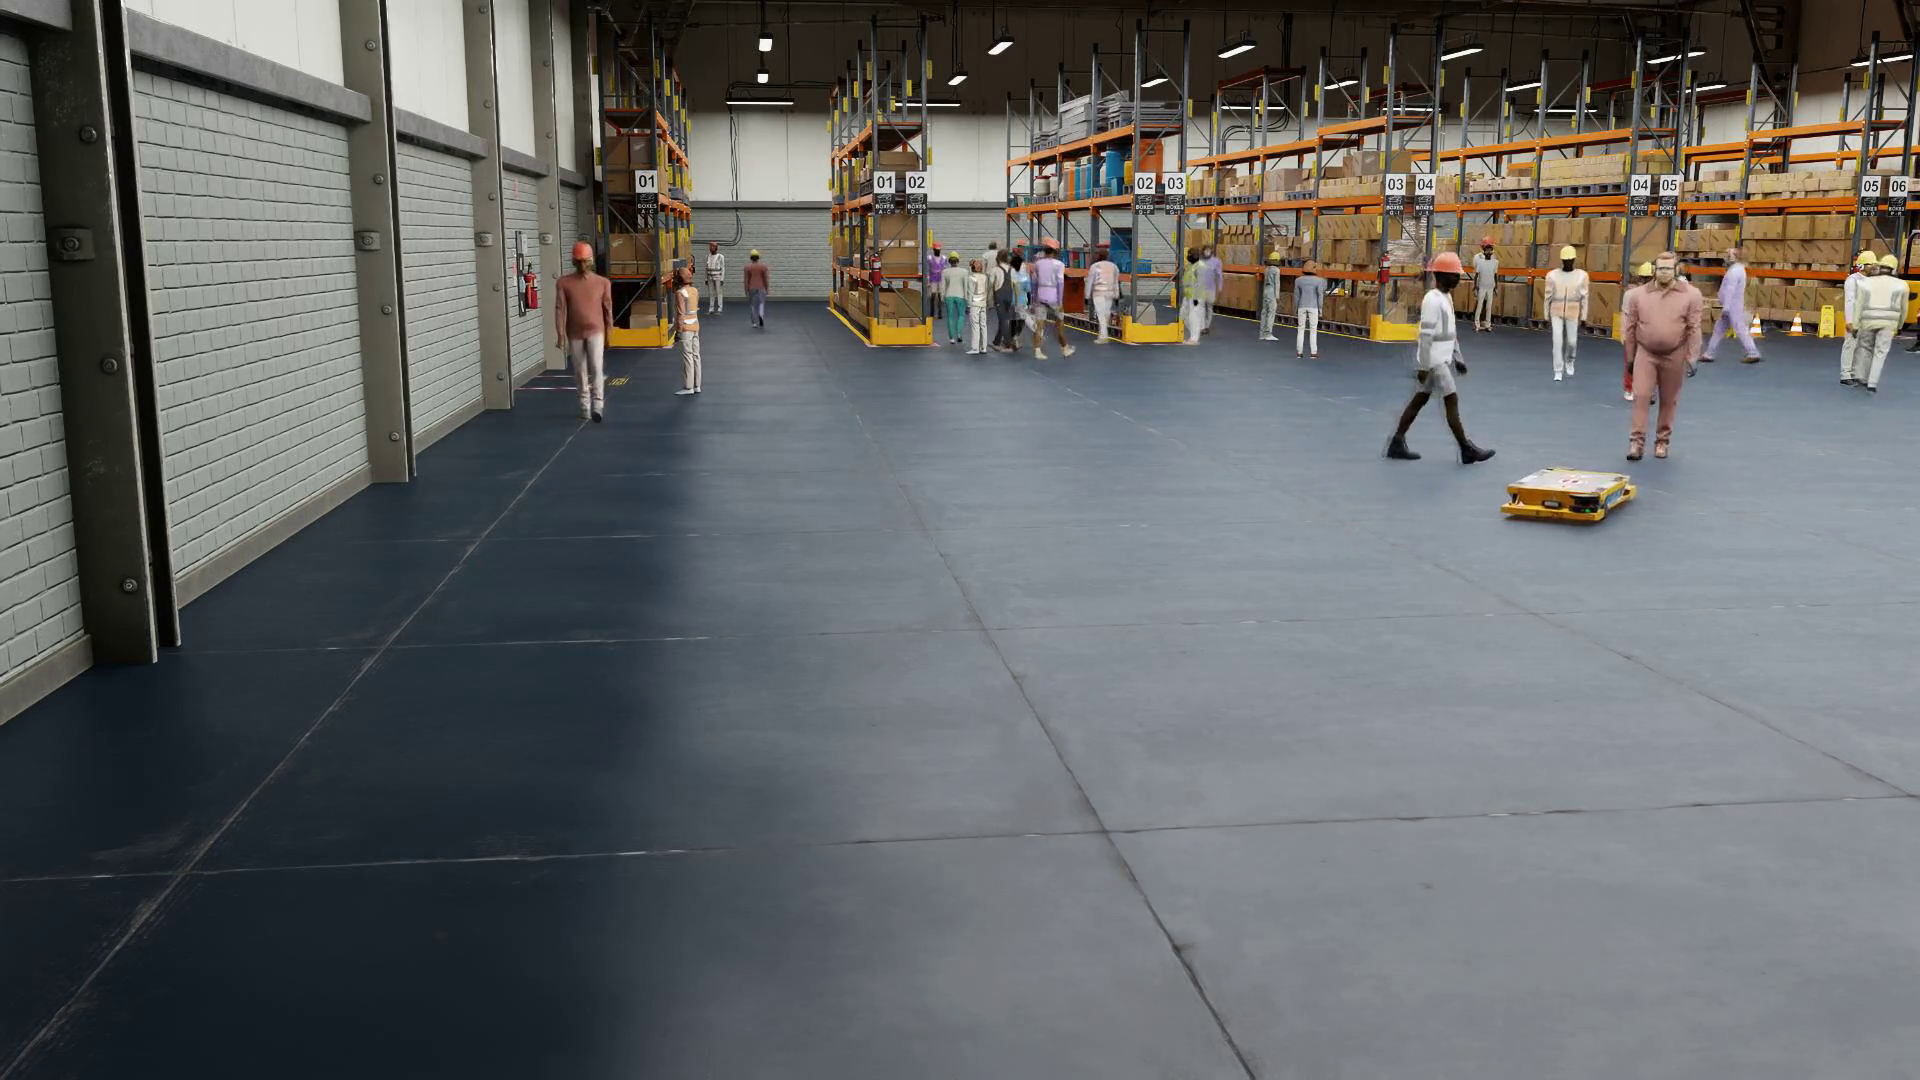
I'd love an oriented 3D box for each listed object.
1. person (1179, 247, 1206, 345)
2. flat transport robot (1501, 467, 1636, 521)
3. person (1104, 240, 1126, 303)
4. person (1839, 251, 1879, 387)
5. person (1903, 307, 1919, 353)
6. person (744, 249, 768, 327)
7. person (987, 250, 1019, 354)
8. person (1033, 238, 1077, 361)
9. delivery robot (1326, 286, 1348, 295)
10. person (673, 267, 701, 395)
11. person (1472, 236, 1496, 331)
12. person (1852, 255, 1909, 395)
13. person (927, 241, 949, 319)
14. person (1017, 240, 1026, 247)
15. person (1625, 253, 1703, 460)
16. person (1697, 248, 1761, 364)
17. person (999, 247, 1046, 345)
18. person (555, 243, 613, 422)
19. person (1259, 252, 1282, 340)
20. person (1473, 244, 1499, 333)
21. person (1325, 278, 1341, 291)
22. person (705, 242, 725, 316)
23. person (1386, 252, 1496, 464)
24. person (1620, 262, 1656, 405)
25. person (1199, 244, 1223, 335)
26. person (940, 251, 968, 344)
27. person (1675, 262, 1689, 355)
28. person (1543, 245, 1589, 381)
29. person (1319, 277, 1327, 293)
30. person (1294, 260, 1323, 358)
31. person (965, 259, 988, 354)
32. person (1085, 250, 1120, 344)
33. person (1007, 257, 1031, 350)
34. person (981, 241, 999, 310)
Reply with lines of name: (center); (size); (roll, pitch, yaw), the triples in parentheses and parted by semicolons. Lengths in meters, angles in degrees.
person: (4.356, -4.551, 31.111); (0.447, 1.832, 0.651); (-2, 10, -10)
flat transport robot: (4.547, -0.353, 12.378); (0.652, 0.197, 1.431); (7, 12, 32)
person: (4.614, -8.213, 50.908); (1.037, 1.950, 0.607); (0, 10, 0)
person: (12.247, -3.000, 22.604); (0.586, 1.835, 0.403); (-6, 12, -31)
person: (16.935, -4.203, 28.885); (0.618, 1.950, 0.731); (-10, 14, -43)
person: (-4.577, -5.643, 37.305); (0.545, 1.753, 0.442); (-1, 10, -7)
person: (0.702, -4.170, 29.128); (0.524, 1.791, 0.976); (-7, 13, -34)
person: (1.530, -3.966, 27.462); (0.629, 1.988, 1.045); (7, 13, 35)
delivery robot: (11.247, -7.310, 49.487); (0.707, 0.478, 0.477); (0, 10, 2)
person: (-3.514, -2.681, 21.394); (0.311, 1.639, 0.513); (3, 11, 16)
person: (11.375, -5.545, 36.024); (0.612, 2.035, 0.414); (-6, 12, -30)
person: (11.957, -2.790, 21.589); (0.593, 1.779, 0.941); (8, 13, 38)
person: (-0.549, -6.428, 41.180); (0.553, 1.922, 0.419); (-2, 11, -10)
person: (1.769, -7.772, 48.500); (0.376, 1.933, 0.545); (-2, 11, -12)
person: (6.339, -1.642, 15.045); (0.657, 1.869, 0.897); (5, 12, 26)
person: (12.447, -3.760, 26.757); (1.004, 1.855, 0.653); (5, 12, 27)
person: (1.142, -4.543, 31.054); (0.945, 1.847, 0.574); (-1, 10, -7)
person: (-4.123, -2.265, 18.254); (0.612, 1.940, 1.020); (-2, 10, -9)
person: (6.159, -4.815, 32.860); (0.383, 1.732, 0.497); (-4, 11, -19)
person: (11.173, -5.333, 35.301); (0.536, 1.869, 0.314); (0, 10, 0)
person: (11.155, -7.967, 49.744); (0.593, 1.882, 0.839); (6, 12, 29)
person: (-6.347, -6.742, 42.986); (0.573, 1.883, 0.354); (5, 12, 27)
person: (4.332, -1.631, 14.957); (0.996, 1.883, 0.566); (5, 11, 25)
person: (8.339, -2.527, 20.340); (0.545, 1.714, 0.928); (2, 10, 9)
person: (5.116, -5.188, 34.493); (0.647, 1.882, 1.062); (1, 10, 5)
person: (-0.113, -4.628, 31.739); (0.554, 1.746, 0.542); (0, 10, -2)
person: (11.935, -3.796, 27.559); (0.472, 1.622, 0.516); (4, 11, 20)
person: (8.597, -3.221, 23.620); (0.592, 1.907, 0.554); (4, 11, 20)
person: (10.912, -8.061, 50.434); (0.849, 1.801, 0.510); (-2, 11, -10)
person: (5.844, -3.863, 27.887); (0.497, 1.633, 0.285); (5, 12, 28)
person: (0.292, -4.030, 28.783); (0.310, 1.642, 0.514); (8, 13, 38)
person: (2.736, -4.639, 31.796); (0.668, 1.789, 0.909); (-5, 12, -26)
person: (0.995, -4.217, 29.727); (0.539, 1.671, 0.723); (3, 11, 15)
person: (0.906, -7.297, 45.953); (0.627, 1.921, 0.453); (-1, 10, -7)
